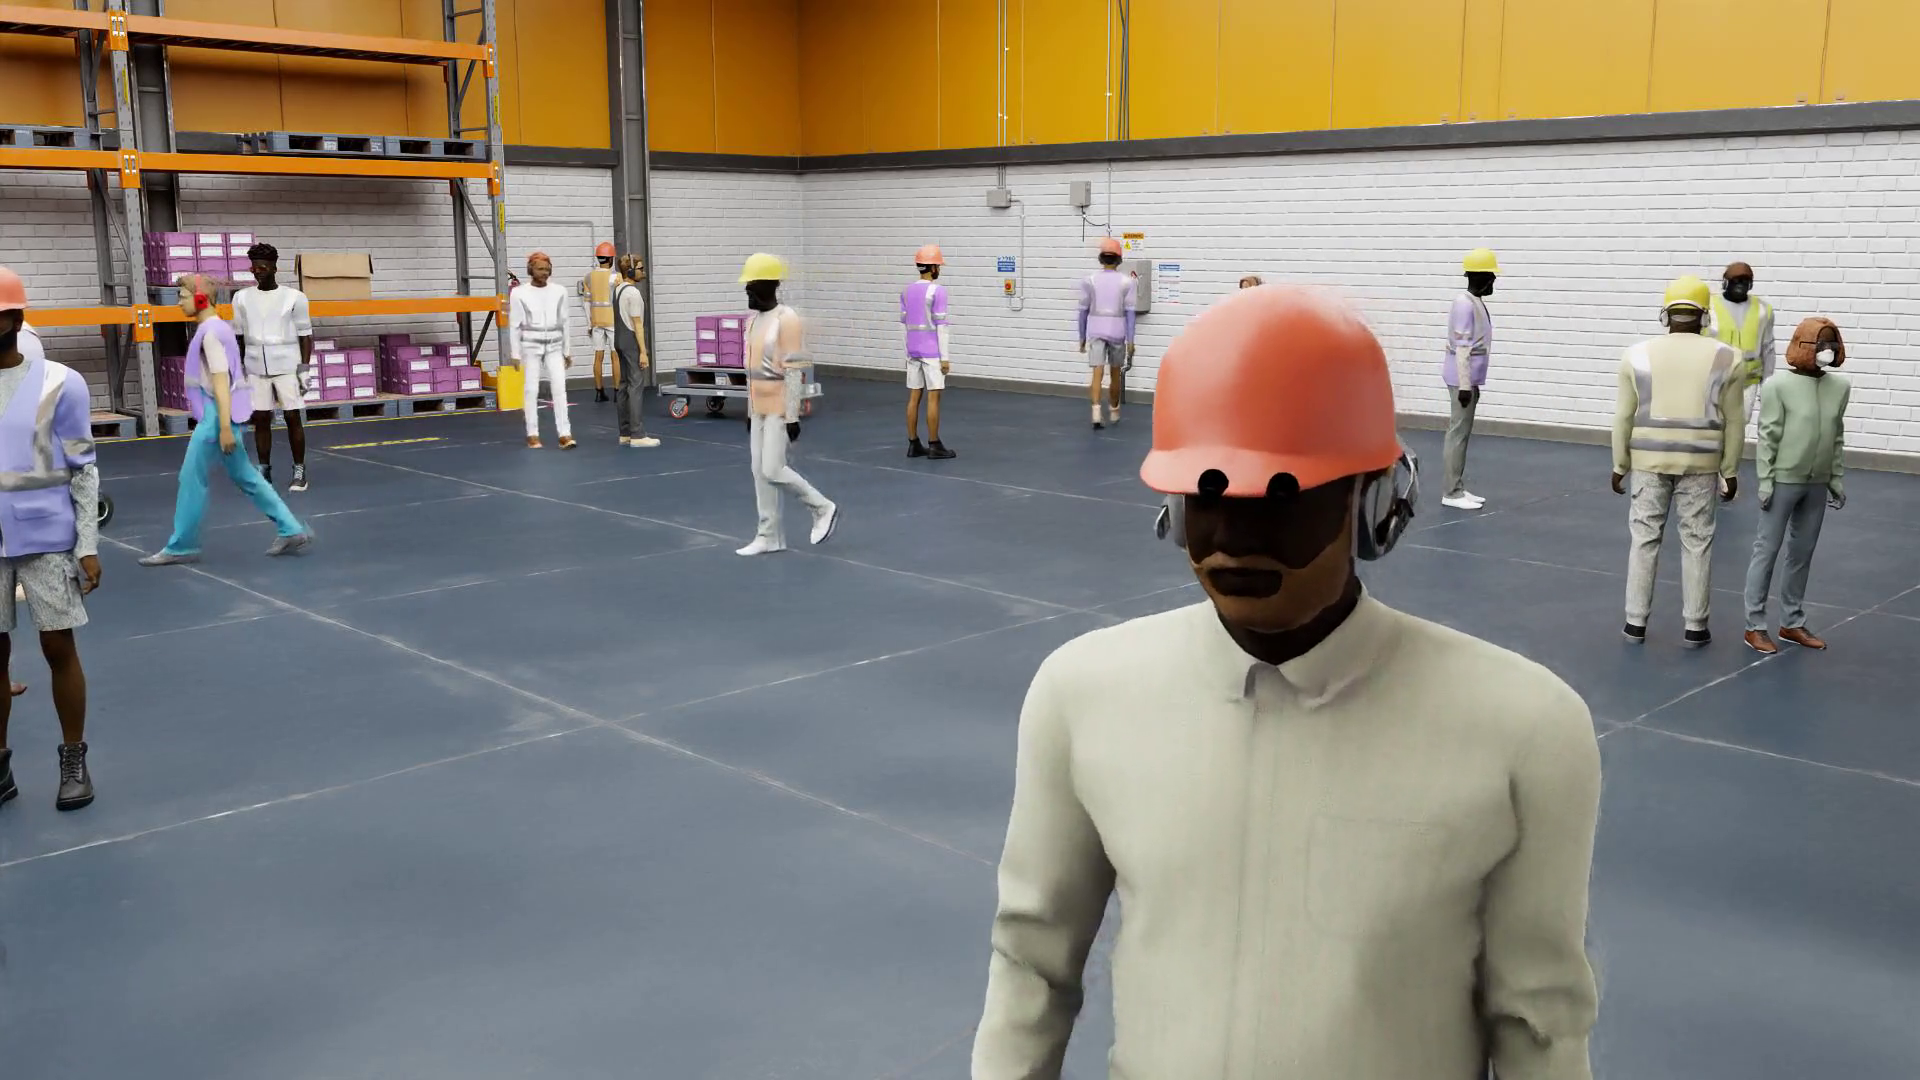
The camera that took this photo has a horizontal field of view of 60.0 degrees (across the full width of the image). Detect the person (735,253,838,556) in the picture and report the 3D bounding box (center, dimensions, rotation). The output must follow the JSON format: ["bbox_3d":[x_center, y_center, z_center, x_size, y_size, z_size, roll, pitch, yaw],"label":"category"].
[{"bbox_3d":[-1.130,-0.849,10.518,0.565,1.916,0.586,-6,12,-32],"label":"person"}]

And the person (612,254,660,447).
[{"bbox_3d":[-3.138,-1.814,15.971,0.345,1.846,0.507,-7,13,-34],"label":"person"}]

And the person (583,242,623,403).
[{"bbox_3d":[-4.278,-2.632,20.176,0.544,1.939,0.372,3,11,16],"label":"person"}]

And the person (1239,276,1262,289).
[{"bbox_3d":[2.800,-1.754,16.198,0.369,1.626,0.524,-7,13,-35],"label":"person"}]

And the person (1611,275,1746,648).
[{"bbox_3d":[3.530,-0.382,8.205,0.600,1.827,0.404,5,11,24],"label":"person"}]

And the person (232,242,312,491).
[{"bbox_3d":[-5.438,-1.359,13.159,0.611,1.965,0.362,-1,10,-3],"label":"person"}]

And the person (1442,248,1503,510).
[{"bbox_3d":[3.806,-1.203,12.411,0.384,1.928,0.589,5,11,24],"label":"person"}]

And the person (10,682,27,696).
[{"bbox_3d":[-4.600,-0.225,7.210,0.822,1.881,0.633,-2,11,-11],"label":"person"}]

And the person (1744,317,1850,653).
[{"bbox_3d":[4.091,-0.266,8.105,0.498,1.634,0.283,-3,11,-15],"label":"person"}]

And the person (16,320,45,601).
[{"bbox_3d":[-5.356,-0.579,9.246,0.624,1.845,0.430,5,11,24],"label":"person"}]

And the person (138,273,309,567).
[{"bbox_3d":[-4.579,-0.749,10.299,0.970,1.800,0.585,-4,11,-20],"label":"person"}]

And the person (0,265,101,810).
[{"bbox_3d":[-3.301,0.003,5.807,0.543,1.939,0.370,-3,11,-14],"label":"person"}]

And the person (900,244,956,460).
[{"bbox_3d":[-0.292,-1.702,15.102,0.546,1.939,0.375,10,14,43],"label":"person"}]

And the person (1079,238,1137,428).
[{"bbox_3d":[1.556,-2.187,17.606,0.621,1.999,1.025,2,11,12],"label":"person"}]

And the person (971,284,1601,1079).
[{"bbox_3d":[0.285,0.737,1.709,0.649,1.968,0.683,5,12,26],"label":"person"}]

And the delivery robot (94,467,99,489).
[{"bbox_3d":[-6.264,-0.364,11.325,0.477,0.478,0.707,5,12,27],"label":"delivery robot"}]

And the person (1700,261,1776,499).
[{"bbox_3d":[5.927,-1.221,12.816,0.633,1.831,0.432,1,10,7],"label":"person"}]

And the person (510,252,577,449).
[{"bbox_3d":[-3.904,-1.759,15.639,0.593,1.851,0.842,-6,12,-30],"label":"person"}]
